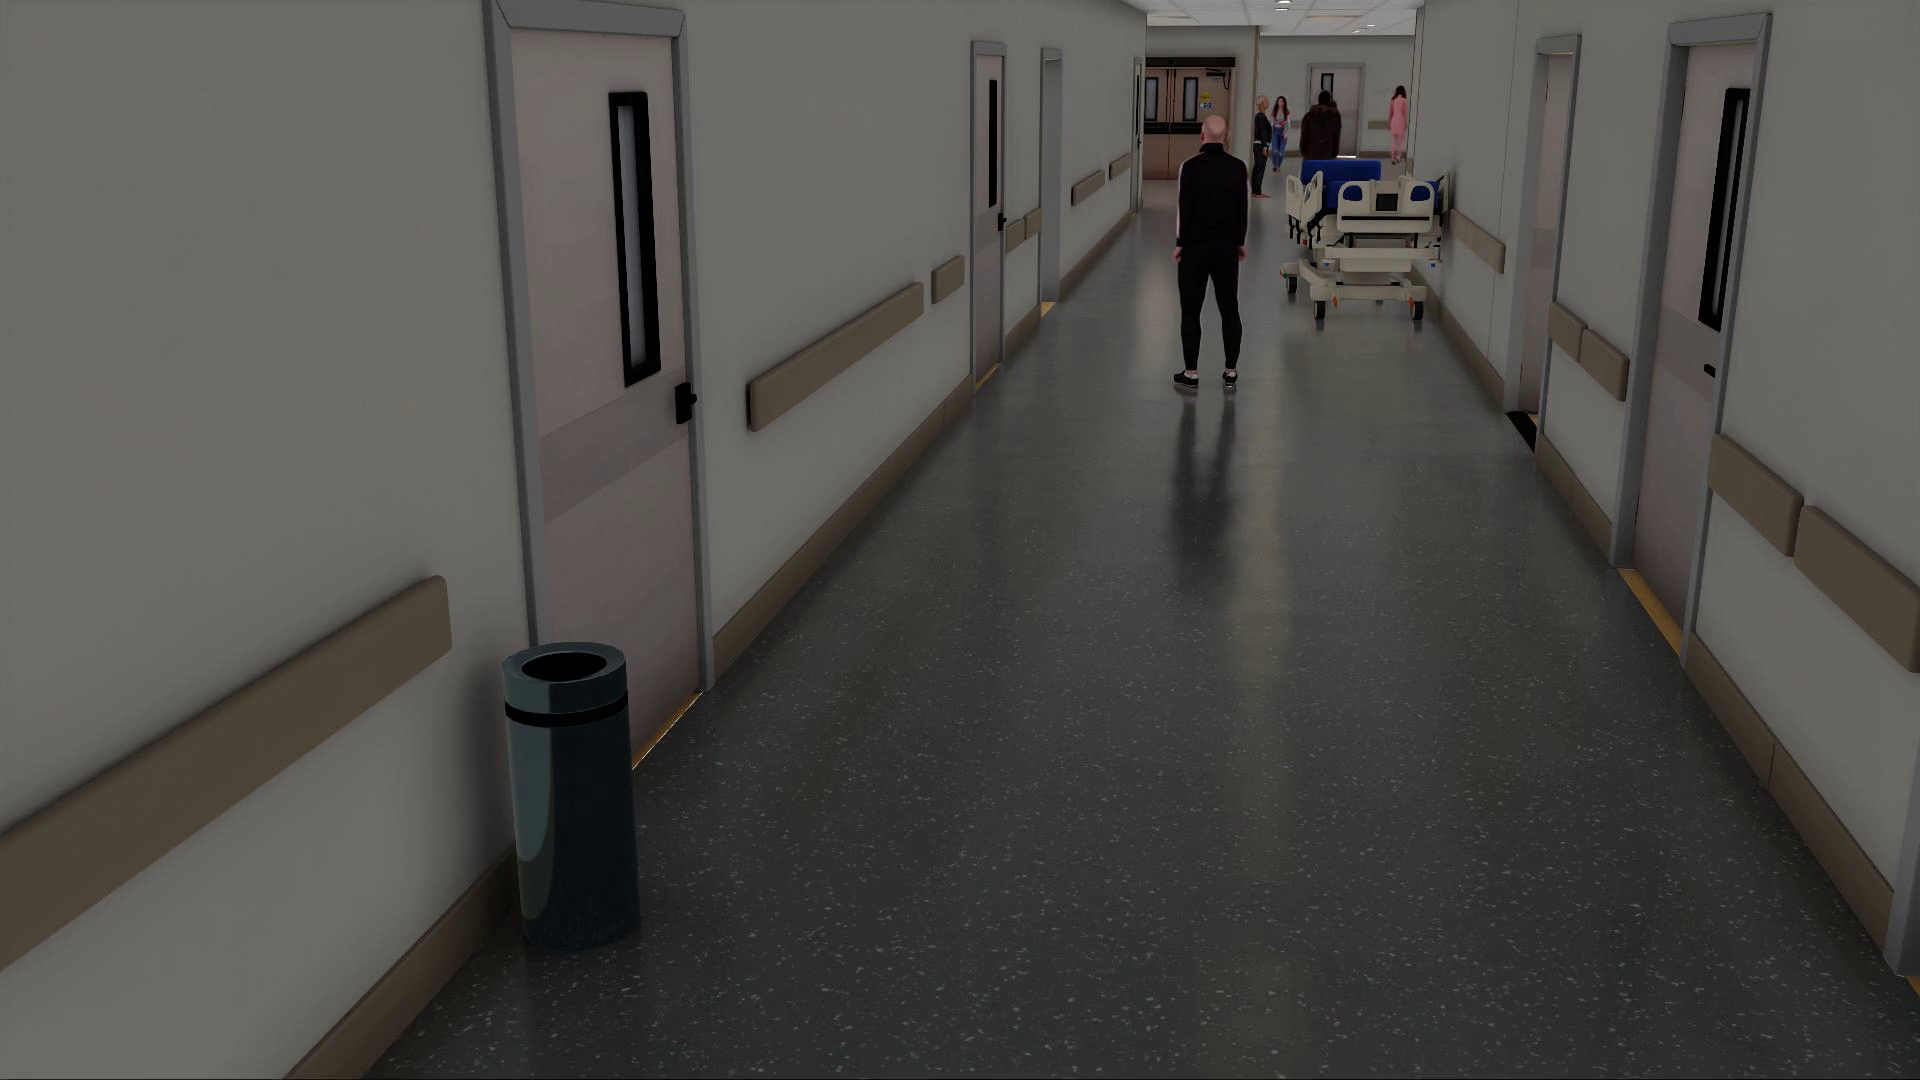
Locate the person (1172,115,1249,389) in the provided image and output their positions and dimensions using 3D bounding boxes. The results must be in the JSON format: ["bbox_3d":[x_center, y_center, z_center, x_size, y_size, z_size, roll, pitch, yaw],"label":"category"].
[{"bbox_3d":[1.719,-1.977,11.429,0.656,1.835,0.819,-3,16,-11],"label":"person"}]

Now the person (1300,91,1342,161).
[{"bbox_3d":[5.367,-5.765,24.874,0.982,1.829,0.861,1,16,5],"label":"person"}]

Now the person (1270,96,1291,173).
[{"bbox_3d":[6.827,-8.618,35.483,0.983,1.563,0.661,3,16,11],"label":"person"}]

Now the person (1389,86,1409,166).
[{"bbox_3d":[10.131,-9.606,38.578,0.699,1.786,0.798,11,19,34],"label":"person"}]

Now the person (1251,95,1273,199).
[{"bbox_3d":[5.213,-6.826,28.827,0.610,1.727,0.654,-1,16,-5],"label":"person"}]
